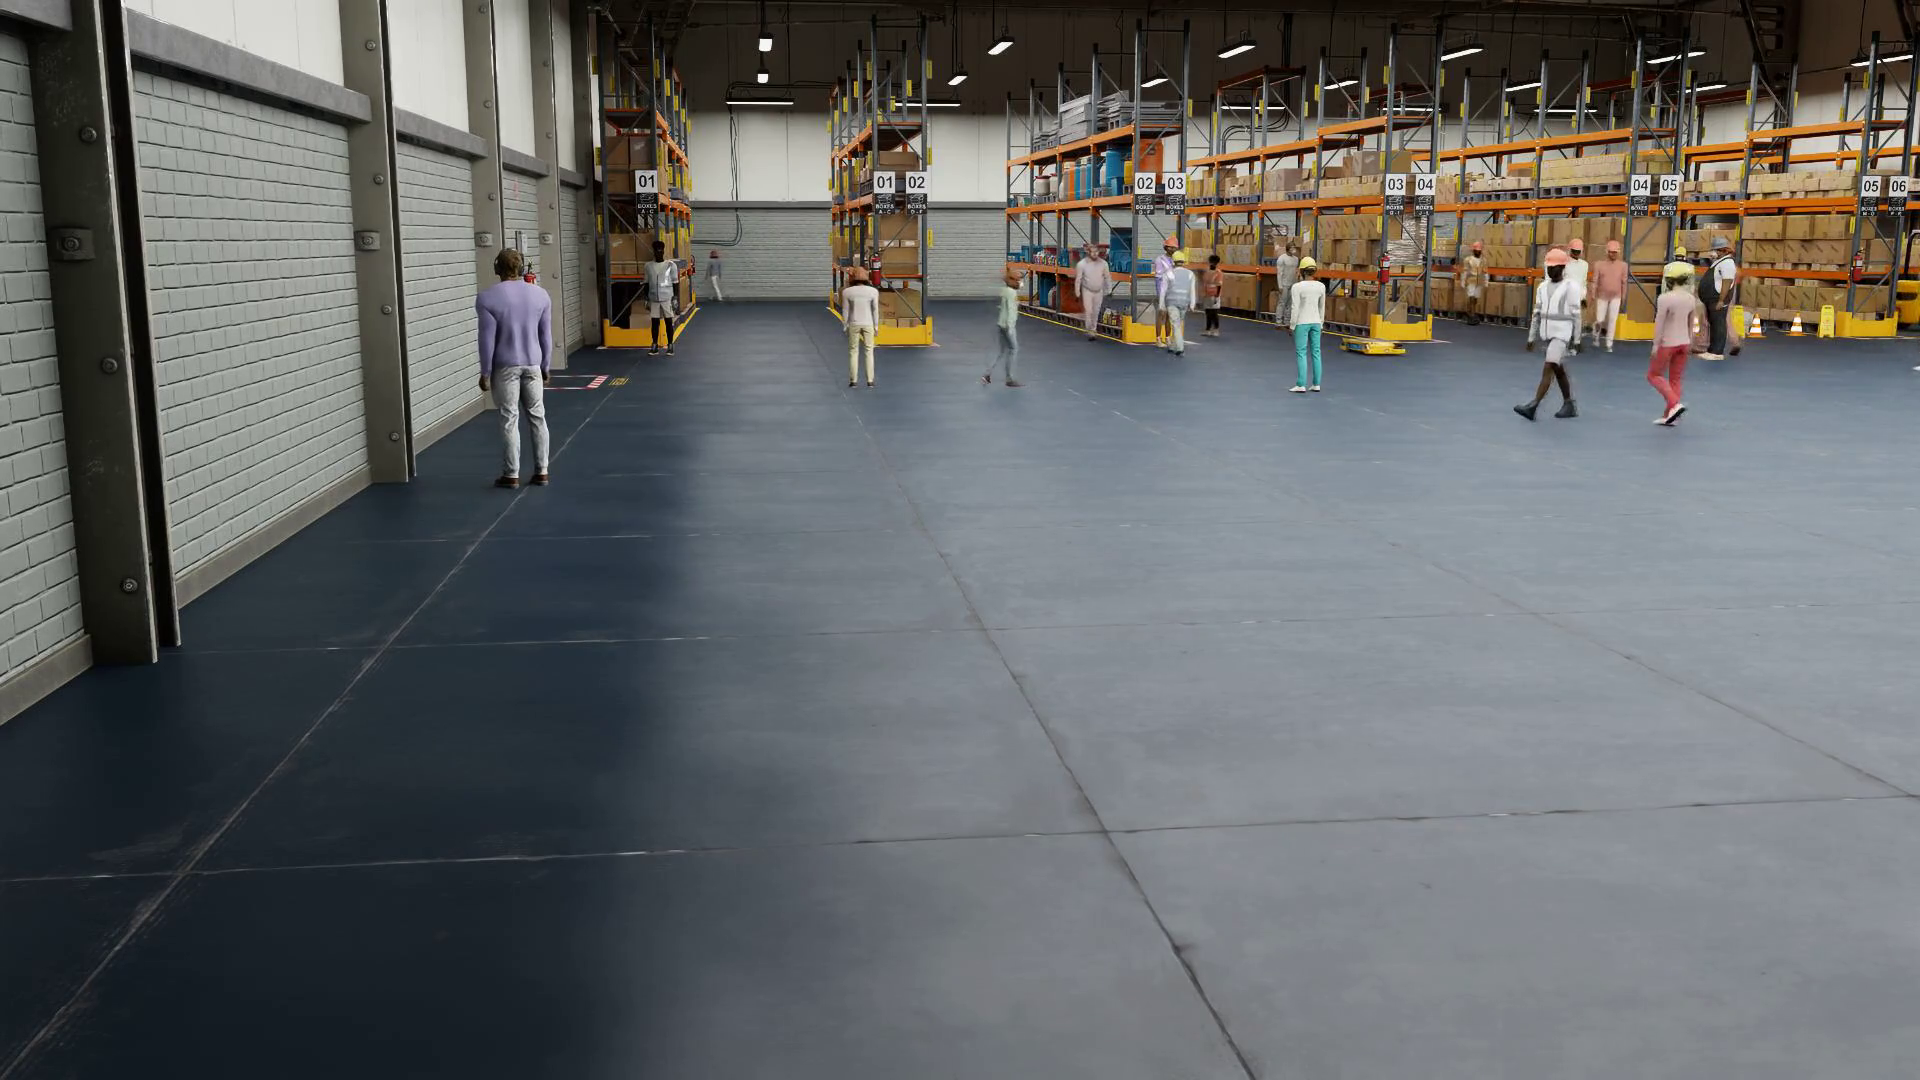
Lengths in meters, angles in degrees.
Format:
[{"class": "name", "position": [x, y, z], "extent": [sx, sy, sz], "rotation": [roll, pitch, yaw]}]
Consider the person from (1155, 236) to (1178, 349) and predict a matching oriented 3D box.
[{"class": "person", "position": [3.814, -4.507, 30.306], "extent": [0.608, 2.040, 0.394], "rotation": [-8, 13, -38]}]

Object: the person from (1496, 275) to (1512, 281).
[{"class": "person", "position": [15.321, -7.499, 47.126], "extent": [0.654, 1.882, 0.687], "rotation": [-4, 11, -22]}]

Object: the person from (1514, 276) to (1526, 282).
[{"class": "person", "position": [16.842, -8.060, 50.248], "extent": [0.954, 1.857, 0.626], "rotation": [2, 11, 12]}]

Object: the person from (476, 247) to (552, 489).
[{"class": "person", "position": [-3.595, -1.383, 13.453], "extent": [0.627, 1.940, 0.371], "rotation": [-8, 13, -37]}]

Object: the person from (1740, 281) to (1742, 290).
[{"class": "person", "position": [20.057, -6.849, 43.190], "extent": [0.630, 2.024, 0.666], "rotation": [-3, 11, -17]}]

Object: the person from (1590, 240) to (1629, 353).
[{"class": "person", "position": [11.438, -4.302, 29.358], "extent": [0.631, 1.967, 0.638], "rotation": [2, 10, 9]}]

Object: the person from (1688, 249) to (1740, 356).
[{"class": "person", "position": [13.063, -4.096, 28.582], "extent": [0.654, 1.858, 1.008], "rotation": [-4, 11, -21]}]

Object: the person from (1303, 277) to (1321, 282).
[{"class": "person", "position": [9.968, -7.358, 47.089], "extent": [0.512, 1.615, 0.637], "rotation": [3, 11, 14]}]

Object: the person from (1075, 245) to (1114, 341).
[{"class": "person", "position": [2.628, -4.797, 32.391], "extent": [0.661, 1.862, 0.968], "rotation": [-3, 11, -15]}]

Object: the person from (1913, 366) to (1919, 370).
[{"class": "person", "position": [14.760, -3.415, 25.105], "extent": [0.541, 1.748, 0.502], "rotation": [-4, 11, -21]}]

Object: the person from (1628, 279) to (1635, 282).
[{"class": "person", "position": [15.860, -6.156, 39.624], "extent": [0.551, 1.936, 0.356], "rotation": [-1, 10, -6]}]

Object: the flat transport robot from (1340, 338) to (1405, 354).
[{"class": "flat transport robot", "position": [7.204, -3.400, 29.086], "extent": [0.652, 0.197, 1.431], "rotation": [-1, 10, -7]}]

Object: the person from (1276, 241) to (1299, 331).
[{"class": "person", "position": [7.085, -5.485, 35.987], "extent": [0.624, 1.932, 0.375], "rotation": [-8, 13, -38]}]

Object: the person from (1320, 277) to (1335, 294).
[{"class": "person", "position": [10.434, -7.625, 47.785], "extent": [0.626, 1.893, 0.685], "rotation": [0, 10, -2]}]

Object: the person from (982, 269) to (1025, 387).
[{"class": "person", "position": [0.592, -2.866, 22.540], "extent": [0.581, 1.601, 0.549], "rotation": [-1, 10, -6]}]

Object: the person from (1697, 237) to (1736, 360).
[{"class": "person", "position": [12.497, -4.000, 27.519], "extent": [0.538, 2.000, 0.681], "rotation": [2, 11, 12]}]

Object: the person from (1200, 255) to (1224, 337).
[{"class": "person", "position": [5.074, -4.958, 33.811], "extent": [0.324, 1.669, 0.677], "rotation": [-7, 12, -33]}]

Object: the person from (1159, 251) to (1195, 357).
[{"class": "person", "position": [3.684, -4.014, 28.309], "extent": [0.607, 1.788, 0.915], "rotation": [-3, 11, -18]}]

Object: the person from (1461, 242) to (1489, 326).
[{"class": "person", "position": [11.799, -5.826, 37.927], "extent": [0.574, 1.891, 0.949], "rotation": [-1, 10, -7]}]

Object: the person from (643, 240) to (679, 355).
[{"class": "person", "position": [-5.131, -4.141, 28.507], "extent": [0.614, 1.961, 0.361], "rotation": [1, 10, 8]}]

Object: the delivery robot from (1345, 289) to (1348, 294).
[{"class": "delivery robot", "position": [11.687, -7.360, 49.761], "extent": [0.707, 0.478, 0.477], "rotation": [4, 11, 23]}]

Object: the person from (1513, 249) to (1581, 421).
[{"class": "person", "position": [6.557, -2.271, 18.463], "extent": [1.009, 1.882, 0.567], "rotation": [-5, 12, -27]}]

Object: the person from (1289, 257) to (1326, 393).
[{"class": "person", "position": [4.522, -2.806, 21.732], "extent": [0.527, 1.767, 0.331], "rotation": [-5, 11, -23]}]

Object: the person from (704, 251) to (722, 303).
[{"class": "person", "position": [-7.604, -8.099, 51.233], "extent": [0.825, 1.588, 0.509], "rotation": [6, 12, 31]}]

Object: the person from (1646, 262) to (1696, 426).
[{"class": "person", "position": [7.608, -2.079, 17.757], "extent": [0.549, 1.752, 0.407], "rotation": [-4, 11, -23]}]

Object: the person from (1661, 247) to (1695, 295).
[{"class": "person", "position": [13.932, -4.767, 32.301], "extent": [0.600, 1.829, 0.404], "rotation": [4, 11, 21]}]

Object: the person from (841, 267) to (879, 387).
[{"class": "person", "position": [-1.349, -2.870, 22.467], "extent": [0.499, 1.626, 0.306], "rotation": [-1, 10, -4]}]

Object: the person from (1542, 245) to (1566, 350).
[{"class": "person", "position": [10.666, -4.317, 29.692], "extent": [0.578, 1.882, 0.346], "rotation": [-3, 11, -15]}]

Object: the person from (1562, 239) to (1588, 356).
[{"class": "person", "position": [10.436, -4.130, 28.364], "extent": [0.616, 1.990, 0.393], "rotation": [-3, 11, -17]}]
